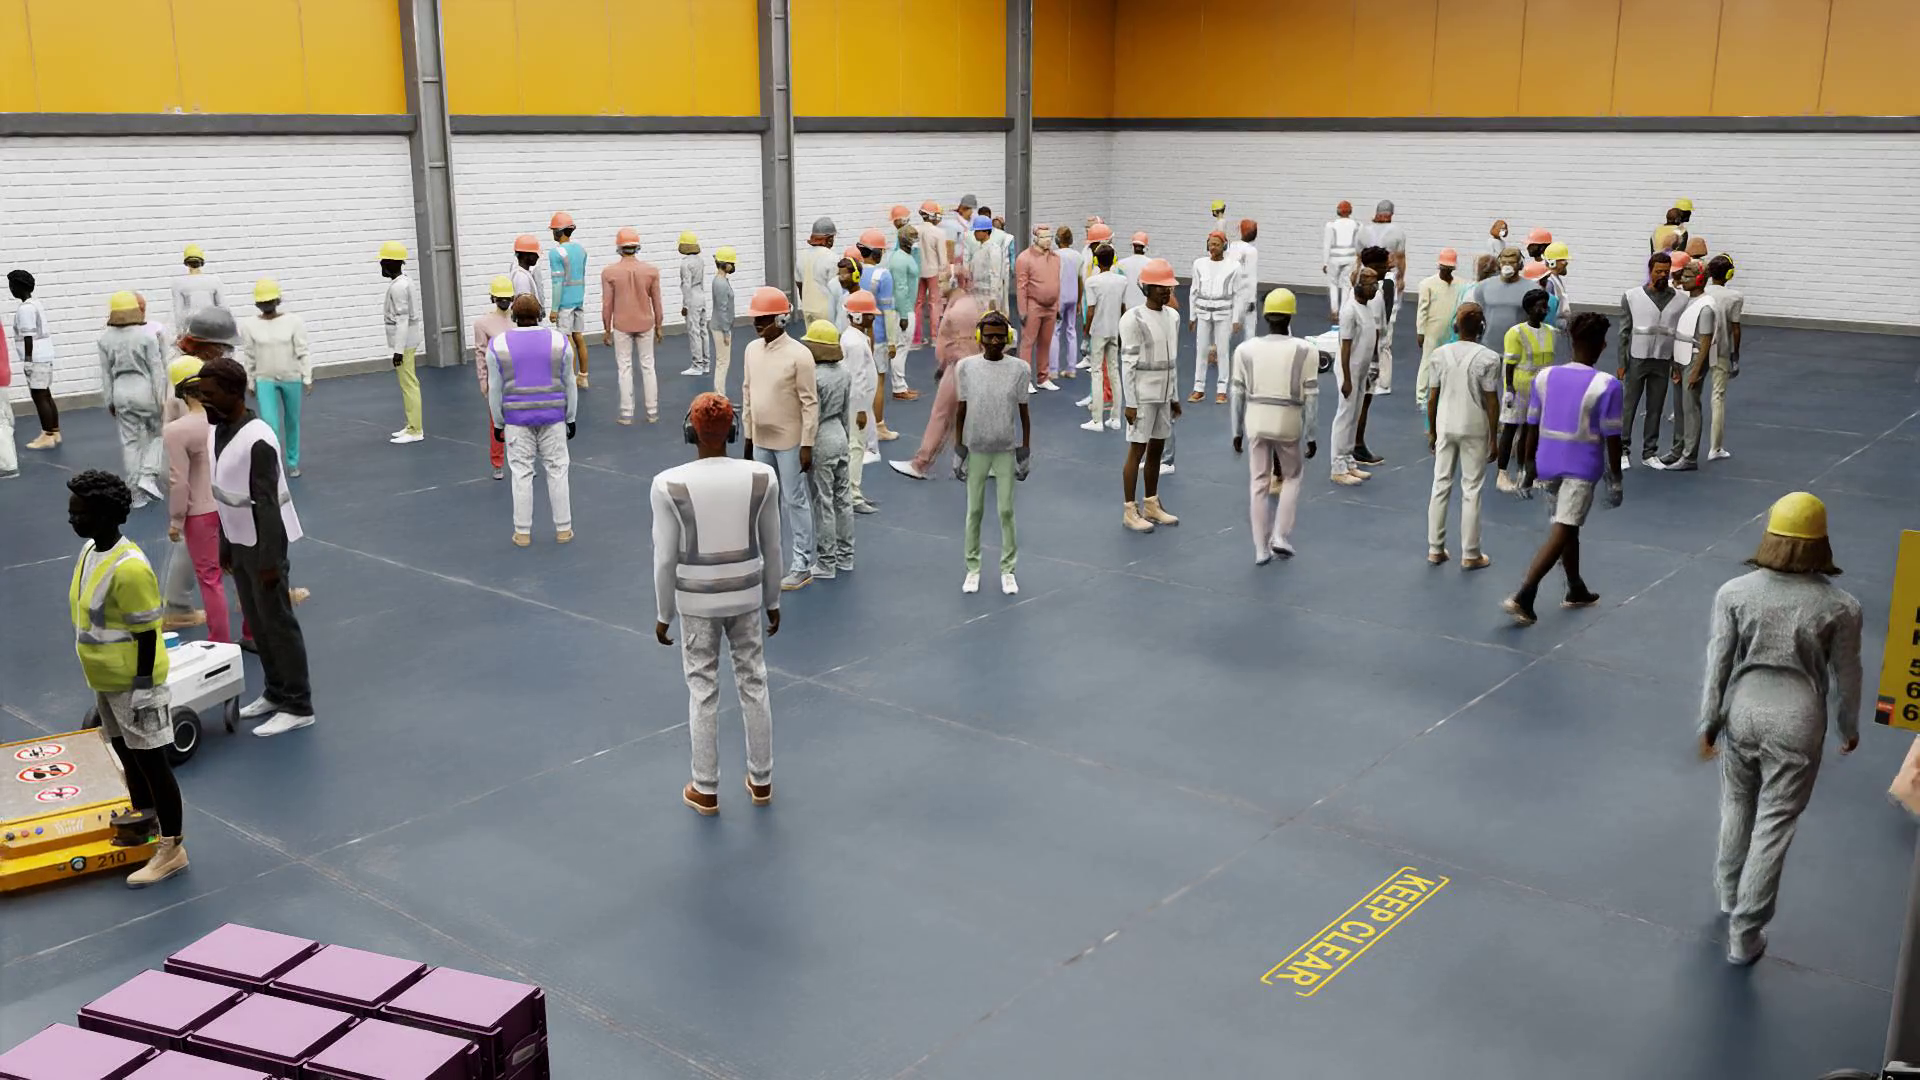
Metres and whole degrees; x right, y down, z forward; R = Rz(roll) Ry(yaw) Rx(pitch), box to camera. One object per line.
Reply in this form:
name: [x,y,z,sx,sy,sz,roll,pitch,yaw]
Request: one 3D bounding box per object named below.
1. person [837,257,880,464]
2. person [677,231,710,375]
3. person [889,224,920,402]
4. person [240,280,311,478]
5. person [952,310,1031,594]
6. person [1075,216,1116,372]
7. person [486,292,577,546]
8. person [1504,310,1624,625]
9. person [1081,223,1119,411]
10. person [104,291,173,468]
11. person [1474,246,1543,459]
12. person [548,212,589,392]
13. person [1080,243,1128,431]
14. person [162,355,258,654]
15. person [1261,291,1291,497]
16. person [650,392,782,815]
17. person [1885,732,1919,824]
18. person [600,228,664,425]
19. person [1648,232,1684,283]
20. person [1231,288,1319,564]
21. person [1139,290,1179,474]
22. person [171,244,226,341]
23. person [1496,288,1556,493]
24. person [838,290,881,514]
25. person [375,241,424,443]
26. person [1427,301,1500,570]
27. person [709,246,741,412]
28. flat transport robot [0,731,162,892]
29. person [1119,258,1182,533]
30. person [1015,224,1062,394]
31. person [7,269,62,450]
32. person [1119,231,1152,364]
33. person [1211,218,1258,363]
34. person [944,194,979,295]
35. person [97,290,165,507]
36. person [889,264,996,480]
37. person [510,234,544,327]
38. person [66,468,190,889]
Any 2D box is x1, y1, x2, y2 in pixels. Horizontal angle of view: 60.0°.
person: [-0.936,-1.615,15.017,0.327,1.853,0.526,-10,17,-34]
person: [-3.281,-2.897,20.348,0.308,1.745,0.487,4,15,17]
person: [-0.617,-2.514,18.430,0.353,1.936,0.633,1,14,3]
person: [-5.787,-1.330,14.131,0.534,1.727,0.847,-6,15,-21]
person: [0.205,-0.565,10.807,0.508,1.860,0.334,1,14,4]
person: [1.653,-3.038,20.586,0.409,1.909,0.640,-6,15,-23]
person: [-3.089,-0.873,12.065,0.625,1.846,0.429,-5,15,-18]
person: [3.719,-0.439,10.204,0.987,1.929,0.622,-9,17,-33]
person: [1.511,-2.379,17.793,0.393,1.986,0.610,-2,14,-7]
person: [-7.032,-1.325,14.321,0.518,1.625,0.479,-10,17,-36]
person: [4.976,-1.714,15.231,0.627,1.940,0.375,6,15,24]
person: [-4.490,-2.702,18.968,0.378,2.044,0.607,5,15,19]
person: [1.428,-2.018,16.595,0.536,1.864,0.314,-8,16,-29]
person: [-4.242,-0.163,9.395,0.328,1.762,0.523,7,16,26]
person: [2.586,-1.203,13.680,0.321,1.696,0.530,3,14,13]
person: [-1.064,0.287,7.349,0.576,1.881,0.352,-6,15,-21]
person: [4.340,0.366,7.158,0.574,1.827,0.482,-11,17,-36]
person: [-3.356,-2.173,17.003,0.637,1.987,0.486,-6,15,-22]
person: [9.358,-3.288,22.168,0.693,1.611,0.515,-9,16,-31]
person: [2.196,-0.790,11.579,0.611,1.912,0.500,5,15,20]
person: [1.754,-1.393,14.560,0.281,1.636,0.498,-2,14,-10]
person: [-8.117,-2.269,17.800,0.527,1.768,0.313,-10,17,-33]
person: [4.720,-1.242,13.835,0.536,1.696,0.322,-7,16,-27]
person: [-0.782,-1.085,13.094,0.342,1.749,0.573,-2,14,-8]
person: [-5.368,-1.898,15.982,0.360,1.930,0.588,-4,14,-14]
person: [3.450,-0.713,11.419,0.505,1.846,0.344,11,18,38]
person: [-2.490,-2.234,17.679,0.345,1.758,0.532,-2,14,-9]
flat transport robot: [-3.958,1.125,7.267,0.652,0.197,1.431,-9,17,-33]
person: [1.456,-1.087,12.514,0.372,2.044,0.607,14,19,43]
person: [0.928,-2.637,18.985,0.643,1.909,0.399,-11,18,-38]
person: [-8.734,-1.708,15.716,0.321,1.685,0.542,-5,15,-18]
person: [2.171,-2.860,20.190,0.572,1.746,0.346,4,15,17]
person: [3.534,-3.097,20.897,0.702,1.868,0.609,-7,16,-26]
person: [0.098,-4.101,24.560,0.536,2.000,0.705,8,16,30]
person: [-6.583,-1.129,13.302,0.500,1.726,0.373,0,14,1]
person: [-0.091,-1.427,14.258,0.993,1.857,0.665,2,14,7]
person: [-4.386,-2.141,16.961,0.381,1.928,0.546,-4,15,-15]
person: [-3.361,0.549,6.676,0.541,1.696,0.316,13,19,42]
